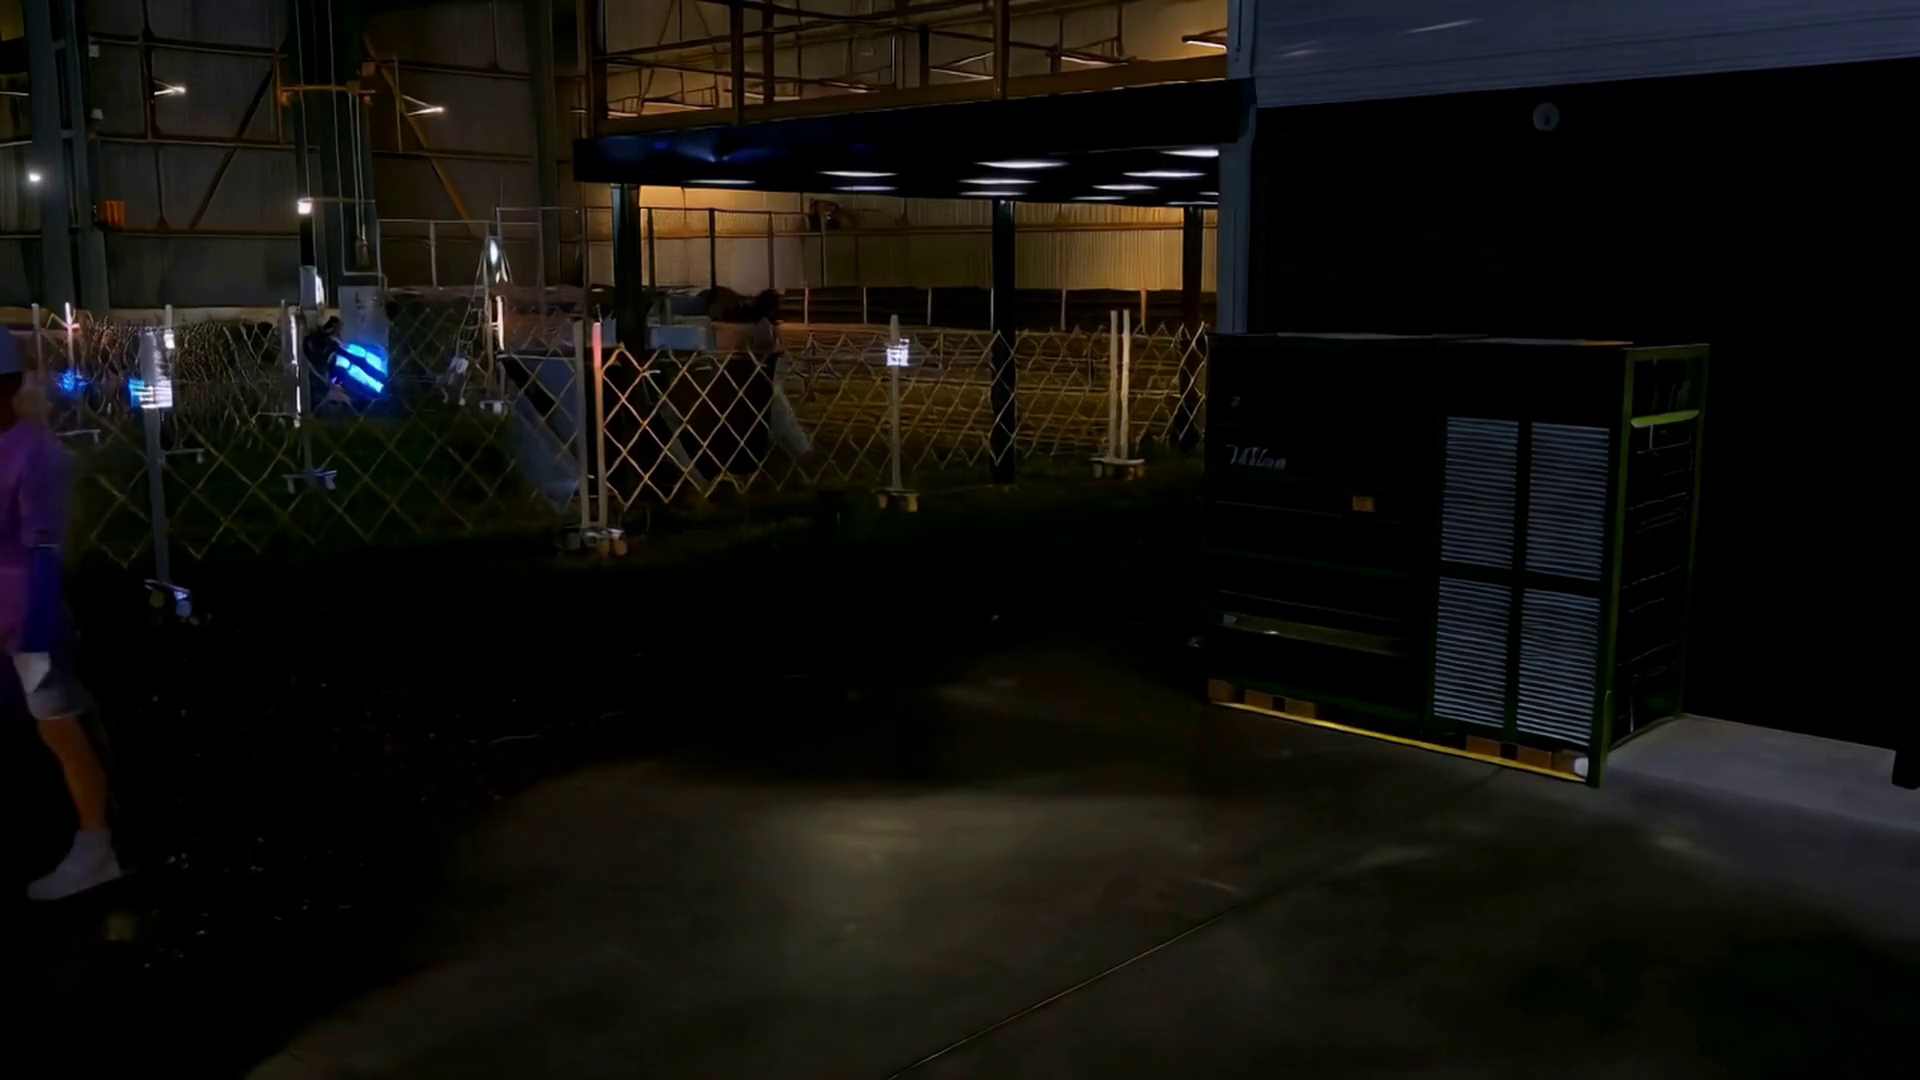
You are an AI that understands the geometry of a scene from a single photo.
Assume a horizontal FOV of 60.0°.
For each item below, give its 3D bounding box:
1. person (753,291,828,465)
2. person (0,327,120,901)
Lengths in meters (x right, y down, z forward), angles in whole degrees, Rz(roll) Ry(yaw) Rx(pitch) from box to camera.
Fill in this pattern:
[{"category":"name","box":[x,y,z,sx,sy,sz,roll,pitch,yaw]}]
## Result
[{"category":"person","box":[-1.913,-1.670,17.381,0.989,1.827,0.583,2,9,12]},{"category":"person","box":[-3.102,0.267,5.268,0.578,1.907,0.800,5,11,29]}]
